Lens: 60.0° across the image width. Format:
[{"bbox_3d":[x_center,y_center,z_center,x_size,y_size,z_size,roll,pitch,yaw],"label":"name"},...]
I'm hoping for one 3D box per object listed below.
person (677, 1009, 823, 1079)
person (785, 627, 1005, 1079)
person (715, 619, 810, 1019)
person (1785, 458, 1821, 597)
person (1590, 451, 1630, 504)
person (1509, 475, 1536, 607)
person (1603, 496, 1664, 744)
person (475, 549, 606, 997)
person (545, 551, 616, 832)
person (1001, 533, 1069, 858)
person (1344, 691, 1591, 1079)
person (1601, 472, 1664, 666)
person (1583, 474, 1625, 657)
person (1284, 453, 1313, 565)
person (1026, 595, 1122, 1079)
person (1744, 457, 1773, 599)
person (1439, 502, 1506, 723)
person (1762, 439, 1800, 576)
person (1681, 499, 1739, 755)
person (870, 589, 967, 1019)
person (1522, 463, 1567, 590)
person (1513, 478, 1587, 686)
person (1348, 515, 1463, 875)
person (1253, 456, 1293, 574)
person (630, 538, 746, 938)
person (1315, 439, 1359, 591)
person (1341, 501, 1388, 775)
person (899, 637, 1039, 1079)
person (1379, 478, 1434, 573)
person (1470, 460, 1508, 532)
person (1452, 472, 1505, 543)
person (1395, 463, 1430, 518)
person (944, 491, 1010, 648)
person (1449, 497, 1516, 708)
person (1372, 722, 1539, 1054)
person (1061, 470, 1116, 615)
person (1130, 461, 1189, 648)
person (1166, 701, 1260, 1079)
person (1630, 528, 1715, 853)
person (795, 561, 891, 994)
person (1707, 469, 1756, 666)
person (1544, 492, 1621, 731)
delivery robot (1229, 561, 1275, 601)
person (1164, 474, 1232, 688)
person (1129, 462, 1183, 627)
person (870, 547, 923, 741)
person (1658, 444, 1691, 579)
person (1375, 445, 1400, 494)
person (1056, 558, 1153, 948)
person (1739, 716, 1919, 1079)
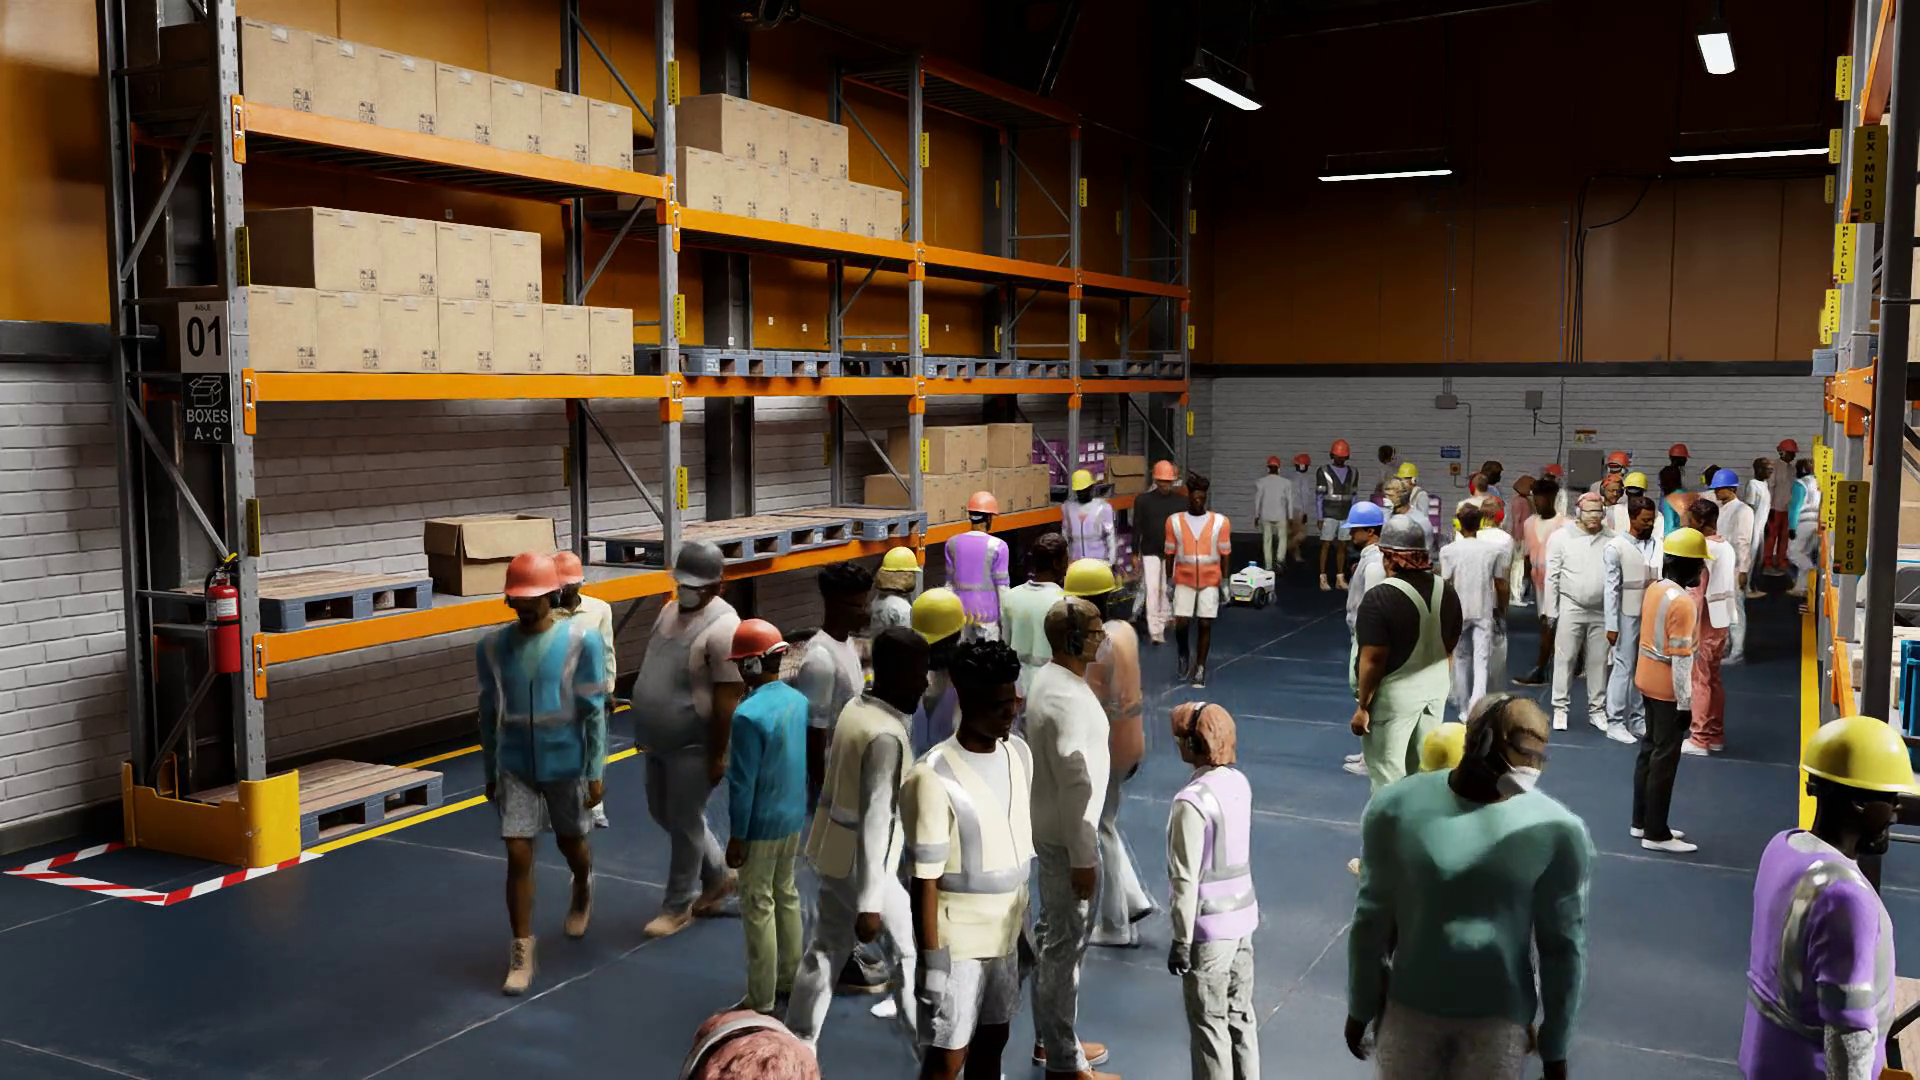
[{"bbox_3d":[-0.289,1.597,2.297,0.654,1.896,0.394,-3,6,-33],"label":"person"},{"bbox_3d":[-0.292,1.239,6.313,0.931,1.860,0.731,-2,6,-19],"label":"person"},{"bbox_3d":[-0.864,1.211,7.267,0.354,1.738,0.574,2,6,21],"label":"person"},{"bbox_3d":[10.986,-0.144,21.468,0.670,1.817,0.586,-3,6,-30],"label":"person"},{"bbox_3d":[7.680,-0.048,19.509,0.618,1.986,0.408,5,7,44],"label":"person"},{"bbox_3d":[7.028,0.007,20.768,0.289,1.633,0.497,4,7,36],"label":"person"},{"bbox_3d":[5.197,0.609,12.851,0.600,1.909,0.398,-3,6,-29],"label":"person"},{"bbox_3d":[-1.956,1.026,7.854,0.612,2.014,0.957,0,5,-1],"label":"person"},{"bbox_3d":[-2.404,0.929,10.278,0.574,1.740,0.348,-2,6,-24],"label":"person"},{"bbox_3d":[0.470,0.915,9.486,0.370,1.916,0.597,-5,7,-43],"label":"person"},{"bbox_3d":[1.420,1.367,4.707,0.657,1.901,0.521,2,6,21],"label":"person"},{"bbox_3d":[6.523,0.296,16.192,0.594,1.912,0.399,3,6,26],"label":"person"},{"bbox_3d":[6.420,0.285,16.485,0.575,1.880,0.358,1,5,10],"label":"person"},{"bbox_3d":[5.080,-0.454,25.238,0.535,1.731,0.580,-2,6,-21],"label":"person"},{"bbox_3d":[0.436,1.180,6.529,0.372,1.940,0.631,0,5,-4],"label":"person"},{"bbox_3d":[10.264,-0.153,21.432,0.360,1.835,0.516,5,7,42],"label":"person"},{"bbox_3d":[4.058,0.619,13.192,0.524,1.829,0.948,2,6,18],"label":"person"},{"bbox_3d":[11.892,-0.468,24.032,0.617,1.986,0.405,-3,6,-28],"label":"person"},{"bbox_3d":[5.575,0.649,12.415,0.401,1.909,0.599,5,7,43],"label":"person"},{"bbox_3d":[-0.085,1.147,7.149,0.703,1.886,0.587,-5,7,-43],"label":"person"},{"bbox_3d":[7.894,-0.177,22.331,0.869,1.715,0.585,-3,6,-28],"label":"person"},{"bbox_3d":[5.511,0.376,15.299,0.893,1.930,0.616,-2,6,-22],"label":"person"},{"bbox_3d":[2.431,0.870,9.320,0.677,2.000,0.536,-3,6,-30],"label":"person"},{"bbox_3d":[4.545,-0.358,24.131,0.577,1.735,0.446,1,5,14],"label":"person"},{"bbox_3d":[-1.364,0.956,8.394,0.622,2.000,0.771,-4,7,-37],"label":"person"},{"bbox_3d":[5.050,-0.327,22.224,0.632,2.037,0.400,-1,5,-13],"label":"person"},{"bbox_3d":[2.899,0.693,11.781,0.419,1.939,0.610,1,5,15],"label":"person"},{"bbox_3d":[0.046,1.277,5.410,0.381,1.958,0.606,4,7,37],"label":"person"},{"bbox_3d":[3.912,0.415,14.773,0.371,1.936,0.629,-3,6,-32],"label":"person"},{"bbox_3d":[6.470,-0.054,20.353,0.429,1.839,0.623,3,6,33],"label":"person"},{"bbox_3d":[5.745,0.154,18.351,0.576,1.799,0.972,-2,6,-18],"label":"person"},{"bbox_3d":[5.471,-0.036,20.298,0.416,1.821,0.607,-2,6,-22],"label":"person"},{"bbox_3d":[0.146,0.579,13.077,0.549,1.927,0.393,3,6,26],"label":"person"},{"bbox_3d":[4.454,0.541,14.236,0.754,1.811,0.588,-4,7,-40],"label":"person"},{"bbox_3d":[1.502,1.414,5.083,0.505,1.728,0.358,1,5,9],"label":"person"},{"bbox_3d":[1.381,0.174,17.746,0.640,1.866,1.009,2,6,23],"label":"person"},{"bbox_3d":[2.130,0.152,17.441,0.621,1.953,0.904,0,5,-3],"label":"person"},{"bbox_3d":[0.896,1.388,5.936,0.322,1.630,0.518,3,6,33],"label":"person"},{"bbox_3d":[4.232,0.882,9.870,0.408,1.918,0.584,1,5,6],"label":"person"},{"bbox_3d":[-0.524,1.066,7.694,0.485,1.950,0.618,0,5,4],"label":"person"},{"bbox_3d":[7.536,0.271,16.356,0.426,1.937,0.605,-1,5,-11],"label":"person"},{"bbox_3d":[4.986,0.573,13.240,0.643,1.906,0.408,0,5,3],"label":"person"},{"bbox_3d":[3.623,0.508,20.617,0.477,0.478,0.707,4,6,34],"label":"delivery robot"},{"bbox_3d":[2.161,0.377,15.092,0.616,1.948,0.413,1,5,8],"label":"person"},{"bbox_3d":[2.252,0.060,18.824,0.589,1.898,0.663,-1,5,-10],"label":"person"},{"bbox_3d":[-0.392,0.910,10.472,0.319,1.741,0.492,-3,6,-27],"label":"person"},{"bbox_3d":[10.147,-0.402,23.636,0.399,1.929,0.544,1,6,15],"label":"person"},{"bbox_3d":[6.590,-0.566,25.935,0.719,1.818,0.519,4,6,34],"label":"person"},{"bbox_3d":[0.688,1.041,8.141,0.430,1.910,0.624,3,6,27],"label":"person"},{"bbox_3d":[2.227,1.400,4.275,0.399,1.918,0.588,1,5,13],"label":"person"}]
